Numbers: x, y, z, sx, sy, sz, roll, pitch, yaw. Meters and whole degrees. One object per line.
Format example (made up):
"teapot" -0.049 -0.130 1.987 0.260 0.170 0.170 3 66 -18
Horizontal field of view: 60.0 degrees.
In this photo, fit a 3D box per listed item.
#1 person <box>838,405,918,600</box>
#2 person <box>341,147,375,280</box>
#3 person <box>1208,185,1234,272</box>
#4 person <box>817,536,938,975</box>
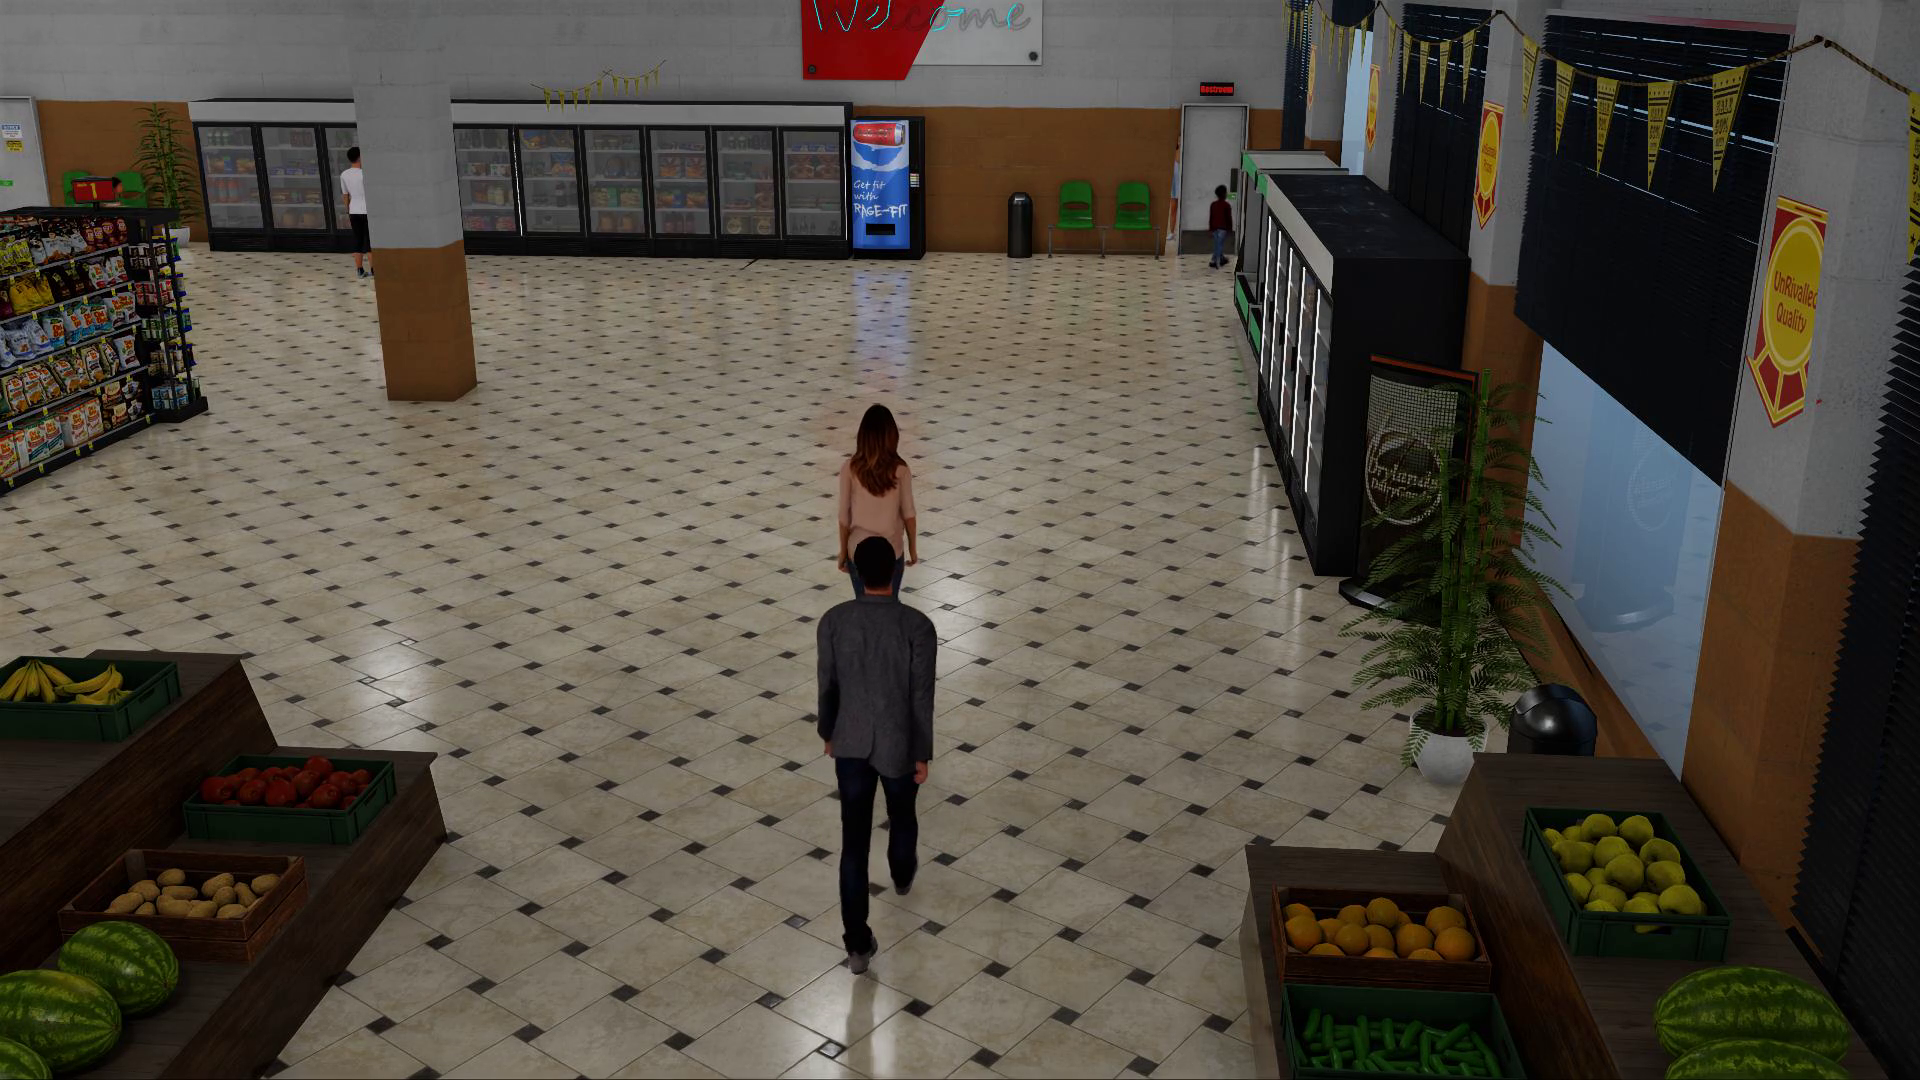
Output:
"person" -0.496 0.123 9.650 0.604 1.774 0.747 1 19 4
"person" -8.533 -4.664 23.725 0.713 1.852 0.624 5 19 15
"person" 3.786 -4.543 24.341 0.842 1.229 0.947 17 25 41
"person" -0.367 0.957 7.122 0.679 1.809 1.229 2 19 5
